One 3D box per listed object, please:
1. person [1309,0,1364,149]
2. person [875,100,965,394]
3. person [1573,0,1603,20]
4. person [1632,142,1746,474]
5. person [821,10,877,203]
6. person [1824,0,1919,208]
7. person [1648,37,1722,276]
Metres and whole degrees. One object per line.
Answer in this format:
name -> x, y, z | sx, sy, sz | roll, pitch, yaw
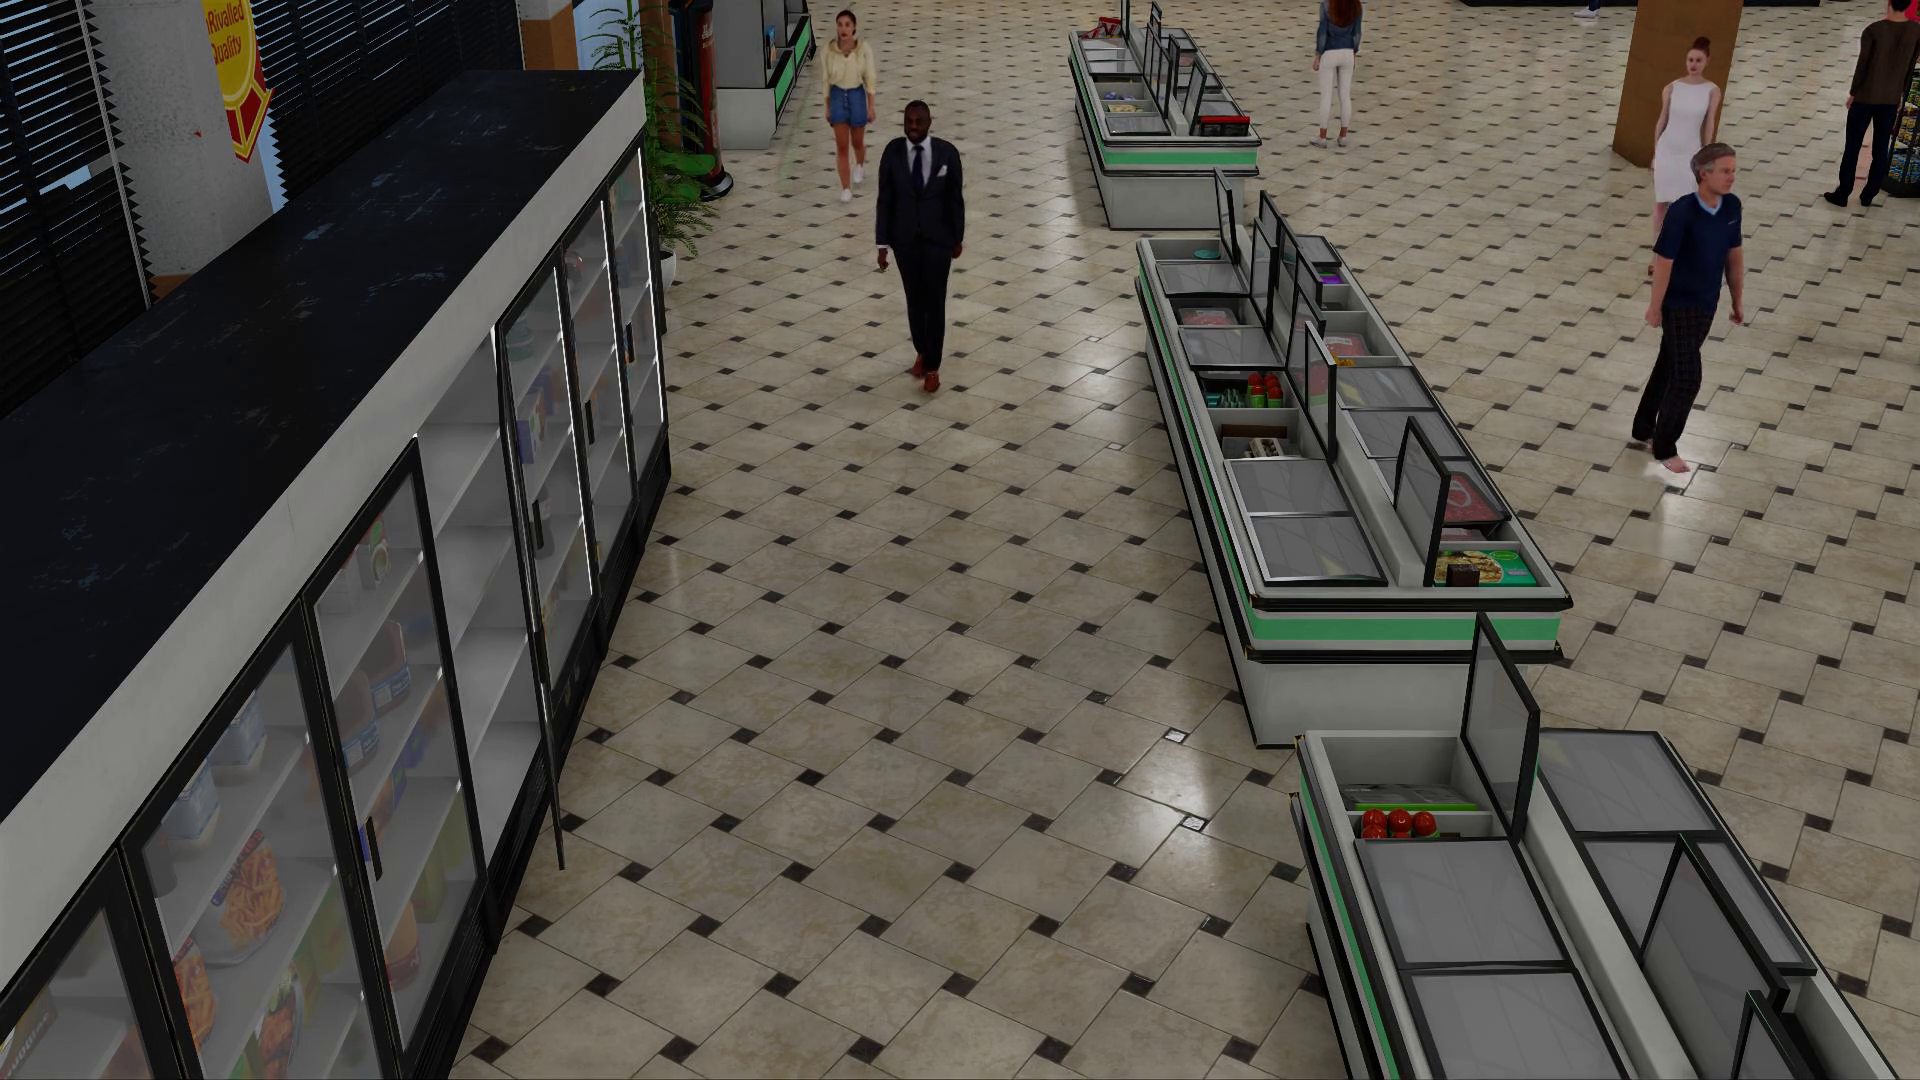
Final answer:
person -> 3.706, -4.724, 16.330 | 0.635, 1.701, 0.546 | -3, 27, -6
person -> -0.240, -1.928, 10.710 | 0.765, 1.798, 0.898 | 4, 27, 7
person -> 8.880, -8.209, 23.019 | 0.853, 1.867, 0.739 | 17, 31, 30
person -> 4.093, -1.359, 9.533 | 0.871, 1.848, 0.966 | -14, 30, -25
person -> -0.970, -3.839, 14.693 | 0.641, 1.603, 1.074 | 0, 27, 1
person -> 7.925, -3.831, 14.365 | 0.654, 1.887, 0.576 | 1, 27, 3
person -> 5.500, -2.919, 12.681 | 0.793, 1.783, 0.920 | 15, 30, 27
